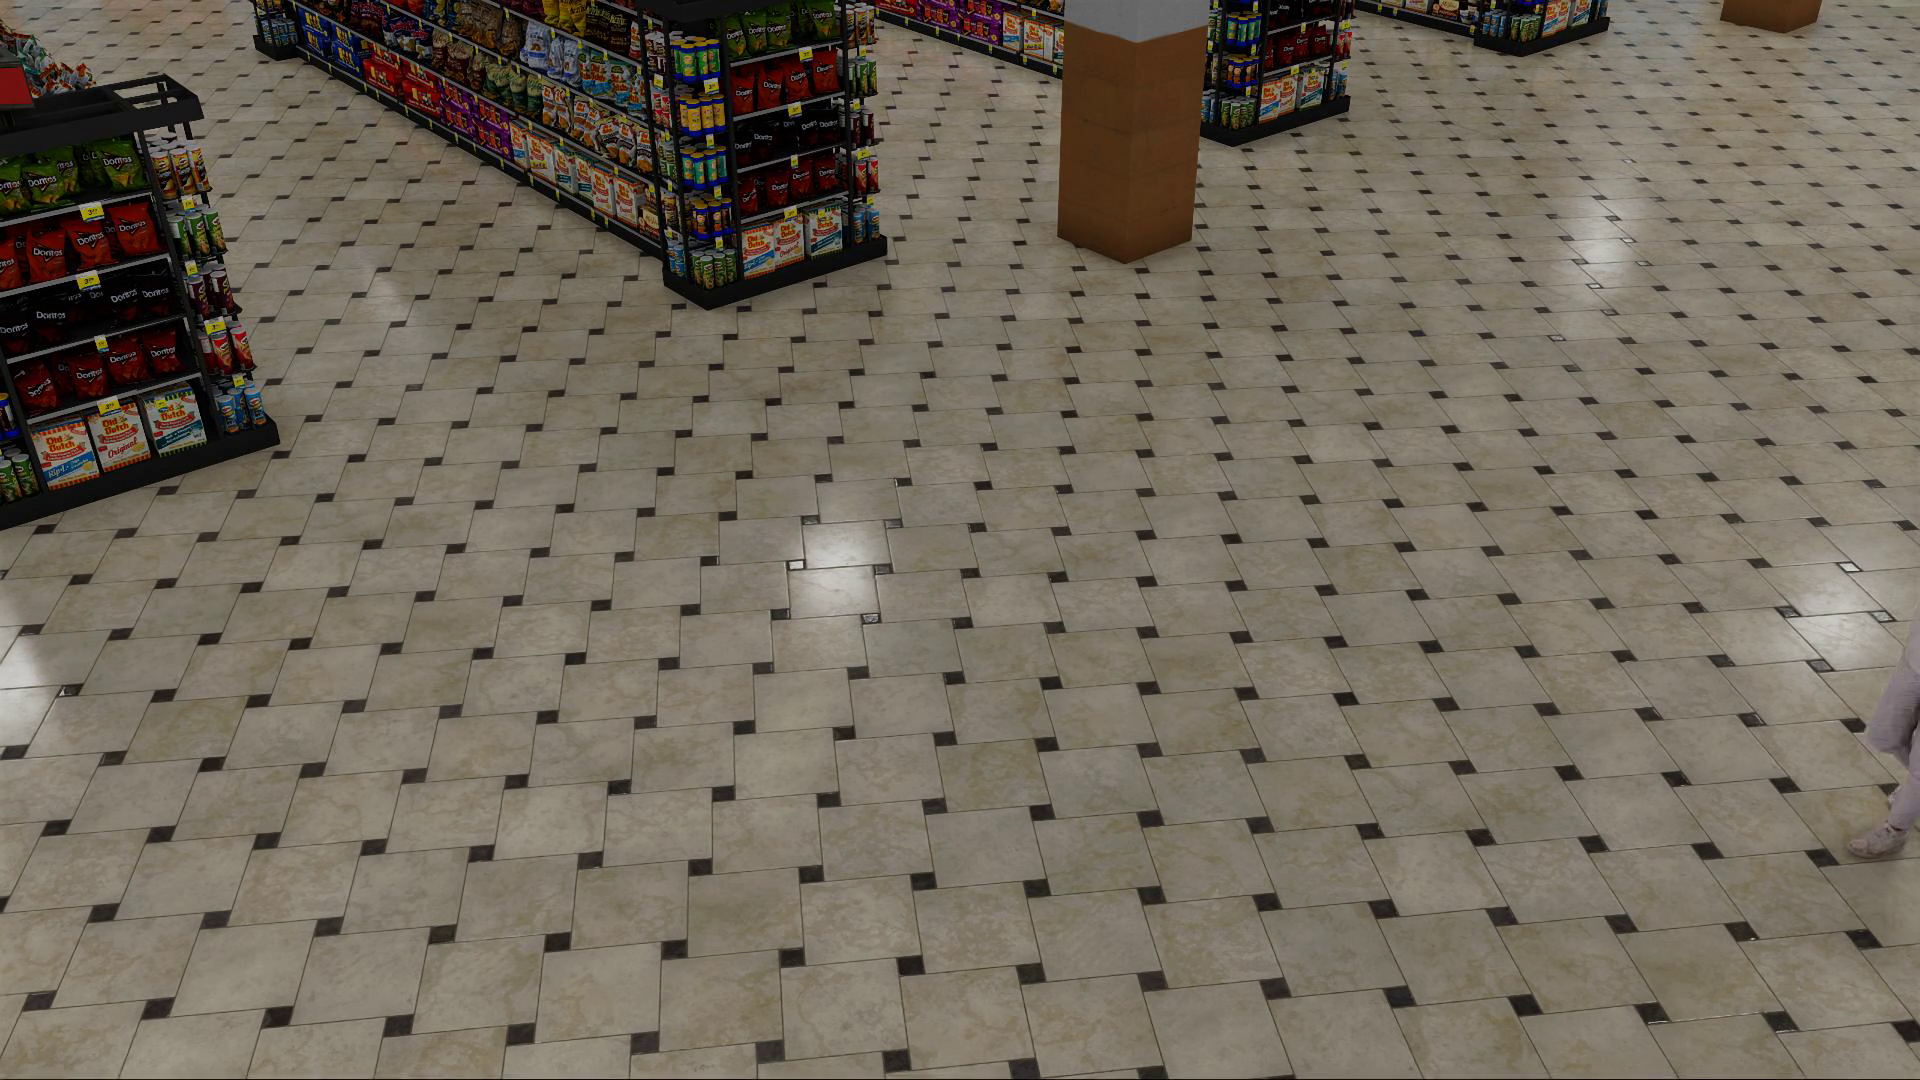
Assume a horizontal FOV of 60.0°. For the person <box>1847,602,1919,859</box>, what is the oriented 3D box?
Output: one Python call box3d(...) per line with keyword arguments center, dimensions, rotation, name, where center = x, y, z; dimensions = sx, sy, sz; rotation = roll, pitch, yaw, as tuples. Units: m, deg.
box3d(center=(3.769, 0.489, 6.242), dimensions=(0.794, 1.681, 0.762), rotation=(-11, 34, -17), name="person")
